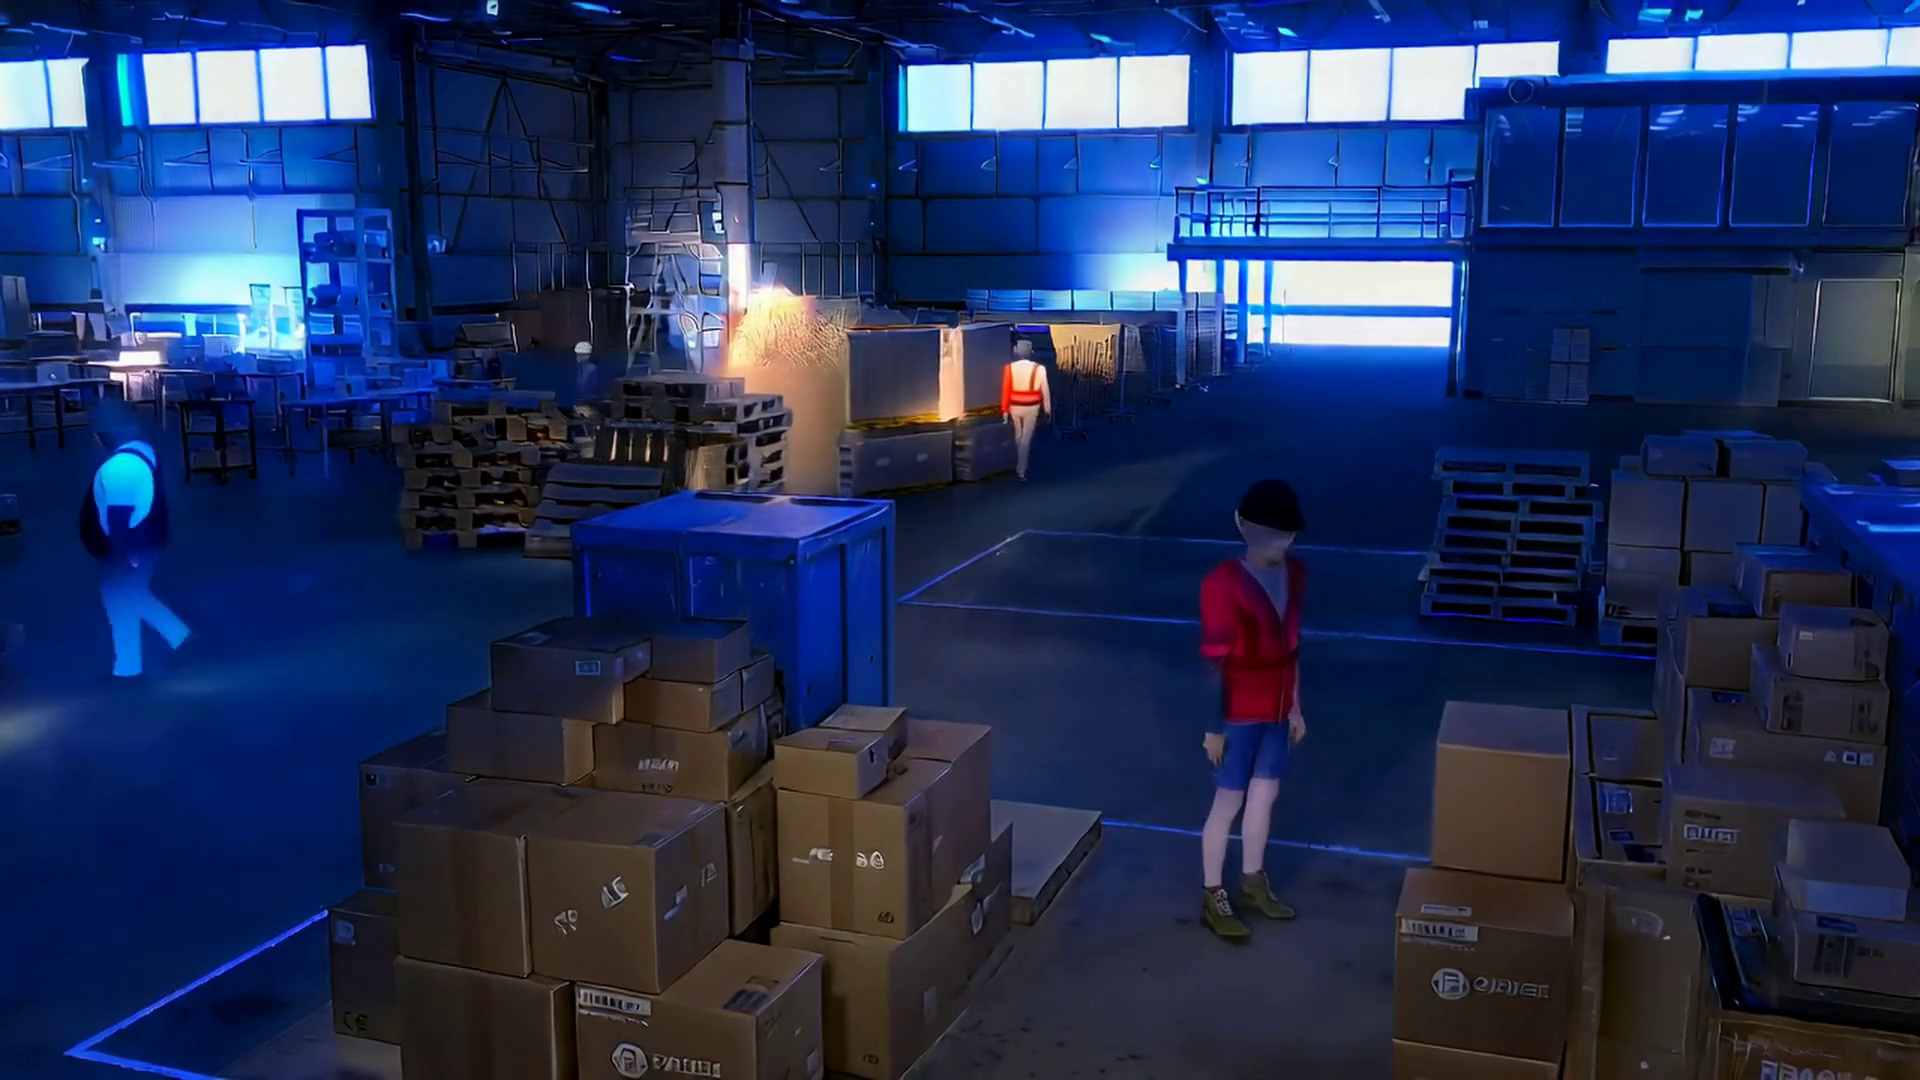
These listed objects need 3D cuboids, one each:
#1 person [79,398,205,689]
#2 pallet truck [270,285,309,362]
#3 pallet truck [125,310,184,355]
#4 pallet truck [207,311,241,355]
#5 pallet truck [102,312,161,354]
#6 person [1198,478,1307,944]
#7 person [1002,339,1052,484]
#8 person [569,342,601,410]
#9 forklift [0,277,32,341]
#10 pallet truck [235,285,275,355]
[{"bbox_3d":[-5.674,0.008,11.394,0.634,2.000,0.702,-1,10,-6],"label":"person"},{"bbox_3d":[-17.147,-5.700,43.663,0.823,1.965,1.885,3,11,17],"label":"pallet truck"},{"bbox_3d":[-22.038,-5.665,45.457,0.704,1.261,1.522,3,11,17],"label":"pallet truck"},{"bbox_3d":[-19.537,-5.575,44.913,0.653,1.274,1.630,3,11,19],"label":"pallet truck"},{"bbox_3d":[-23.057,-5.777,46.261,0.680,1.201,1.601,3,11,19],"label":"pallet truck"},{"bbox_3d":[1.314,0.739,7.280,0.615,2.038,0.396,-8,13,-38],"label":"person"},{"bbox_3d":[0.832,-1.652,21.359,0.591,1.837,0.999,5,11,24],"label":"person"},{"bbox_3d":[-5.102,-1.873,22.906,0.954,1.718,0.522,-7,12,-33],"label":"person"},{"bbox_3d":[-27.151,-6.329,46.328,1.157,1.987,2.680,3,11,17],"label":"forklift"},{"bbox_3d":[-18.327,-5.835,44.421,0.823,1.965,1.885,4,11,23],"label":"pallet truck"}]
